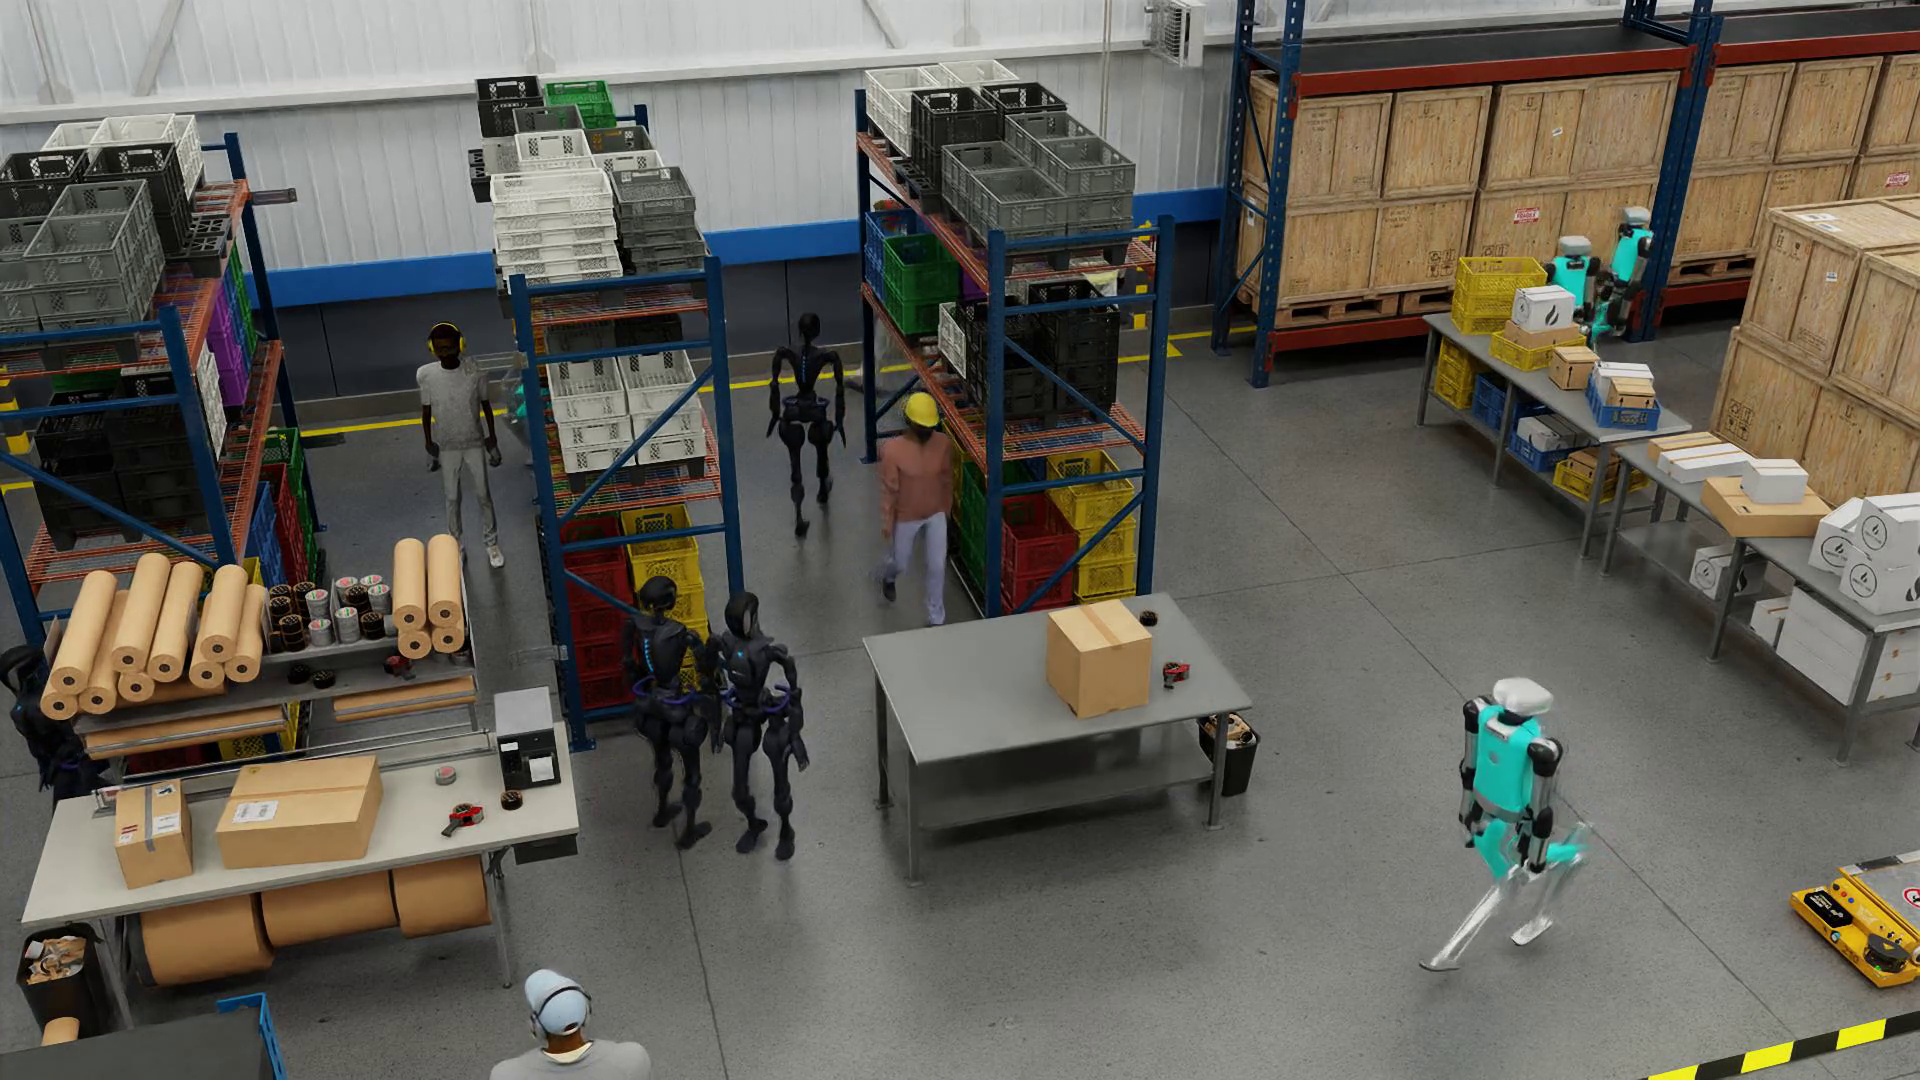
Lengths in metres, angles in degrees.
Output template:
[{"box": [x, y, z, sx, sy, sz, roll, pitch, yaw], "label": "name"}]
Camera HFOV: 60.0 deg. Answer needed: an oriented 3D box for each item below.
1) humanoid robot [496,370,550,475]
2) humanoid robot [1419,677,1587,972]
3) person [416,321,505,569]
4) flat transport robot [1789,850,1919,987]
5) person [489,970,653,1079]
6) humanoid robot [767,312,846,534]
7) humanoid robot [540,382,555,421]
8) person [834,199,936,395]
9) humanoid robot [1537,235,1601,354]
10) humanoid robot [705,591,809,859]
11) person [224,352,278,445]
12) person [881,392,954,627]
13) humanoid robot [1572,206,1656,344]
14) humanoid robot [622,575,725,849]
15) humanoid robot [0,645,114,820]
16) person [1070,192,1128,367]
[{"box": [-3.400, -1.352, 13.089, 0.785, 1.757, 0.534, -16, 33, -27], "label": "humanoid robot"}, {"box": [2.761, 1.388, 8.133, 1.047, 1.747, 0.548, -16, 33, -27], "label": "humanoid robot"}, {"box": [-3.496, -0.650, 11.680, 0.517, 1.873, 0.327, -7, 30, -13], "label": "person"}, {"box": [5.163, 1.916, 8.676, 1.431, 0.231, 0.659, -8, 30, -14], "label": "flat transport robot"}, {"box": [-1.401, 2.346, 6.248, 0.596, 1.852, 0.360, -7, 29, -12], "label": "person"}, {"box": [-1.152, -0.905, 12.400, 0.608, 1.622, 0.795, 2, 29, 4], "label": "humanoid robot"}, {"box": [-3.106, -1.226, 12.884, 0.673, 1.812, 0.540, -10, 30, -18], "label": "humanoid robot"}, {"box": [-0.630, -2.077, 14.353, 0.982, 1.790, 0.585, 9, 30, 15], "label": "person"}, {"box": [4.998, -1.476, 13.345, 0.549, 1.758, 0.986, -8, 30, -14], "label": "humanoid robot"}, {"box": [-1.076, 0.992, 8.893, 0.584, 1.649, 0.324, 8, 30, 15], "label": "humanoid robot"}, {"box": [-5.972, -1.640, 13.508, 0.503, 1.846, 0.346, 5, 29, 9], "label": "person"}, {"box": [-0.290, -0.202, 10.986, 0.530, 1.741, 0.705, -12, 31, -21], "label": "person"}, {"box": [5.427, -1.963, 14.212, 0.915, 1.768, 0.543, -1, 29, -1], "label": "humanoid robot"}, {"box": [-1.563, 0.910, 9.032, 0.599, 1.652, 0.358, 13, 31, 23], "label": "humanoid robot"}, {"box": [-4.551, 1.214, 8.505, 0.610, 1.640, 0.526, 19, 34, 31], "label": "humanoid robot"}, {"box": [1.191, -2.342, 14.790, 0.632, 1.841, 0.429, -12, 31, -21], "label": "person"}]
